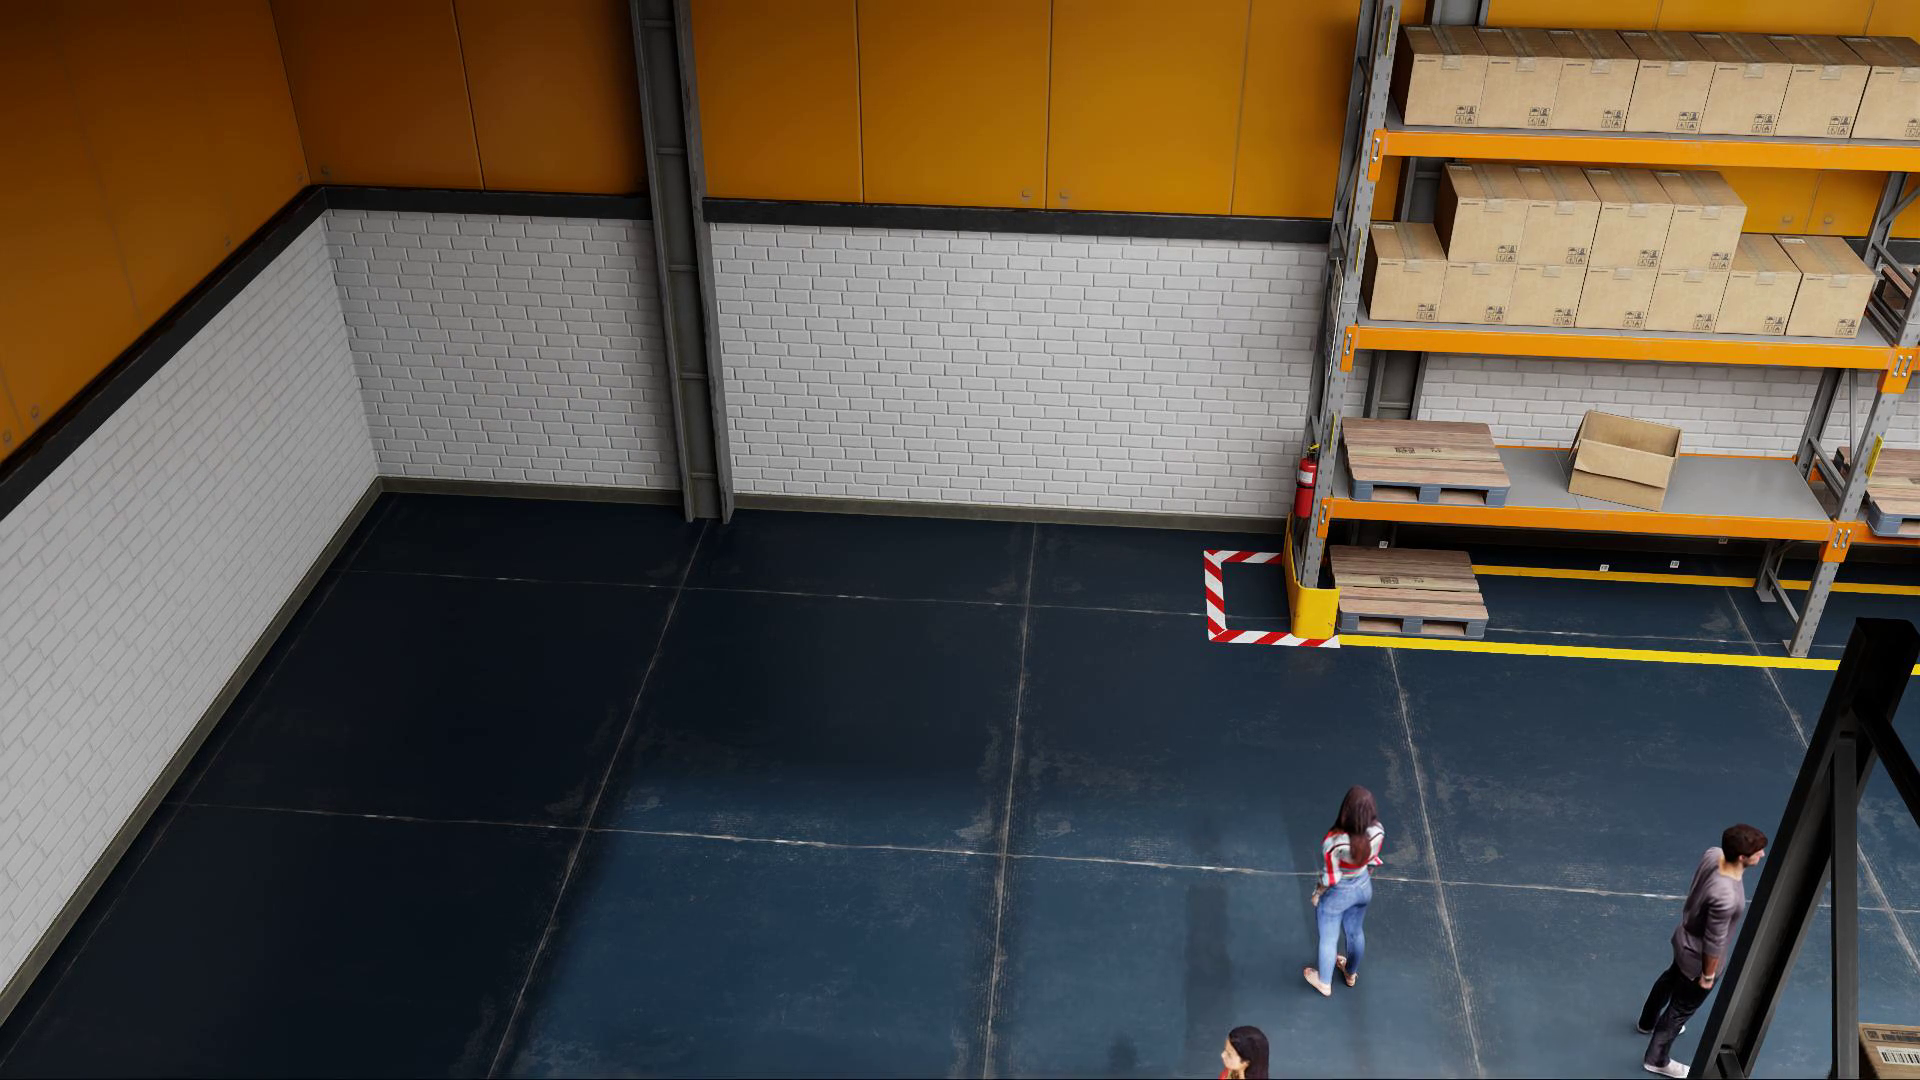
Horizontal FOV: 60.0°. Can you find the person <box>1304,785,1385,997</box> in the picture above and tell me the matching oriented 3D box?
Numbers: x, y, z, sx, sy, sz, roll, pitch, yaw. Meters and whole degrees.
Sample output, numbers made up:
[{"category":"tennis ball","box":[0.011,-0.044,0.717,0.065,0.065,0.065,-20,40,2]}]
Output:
[{"category":"person","box":[2.383,2.162,10.286,0.594,1.612,0.725,-13,36,-18]}]

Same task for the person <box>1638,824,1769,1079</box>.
[{"category":"person","box":[4.331,2.373,9.755,0.577,1.848,0.692,7,34,11]}]

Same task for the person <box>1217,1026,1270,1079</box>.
[{"category":"person","box":[1.507,3.162,8.697,0.705,1.706,0.672,-5,34,-7]}]
